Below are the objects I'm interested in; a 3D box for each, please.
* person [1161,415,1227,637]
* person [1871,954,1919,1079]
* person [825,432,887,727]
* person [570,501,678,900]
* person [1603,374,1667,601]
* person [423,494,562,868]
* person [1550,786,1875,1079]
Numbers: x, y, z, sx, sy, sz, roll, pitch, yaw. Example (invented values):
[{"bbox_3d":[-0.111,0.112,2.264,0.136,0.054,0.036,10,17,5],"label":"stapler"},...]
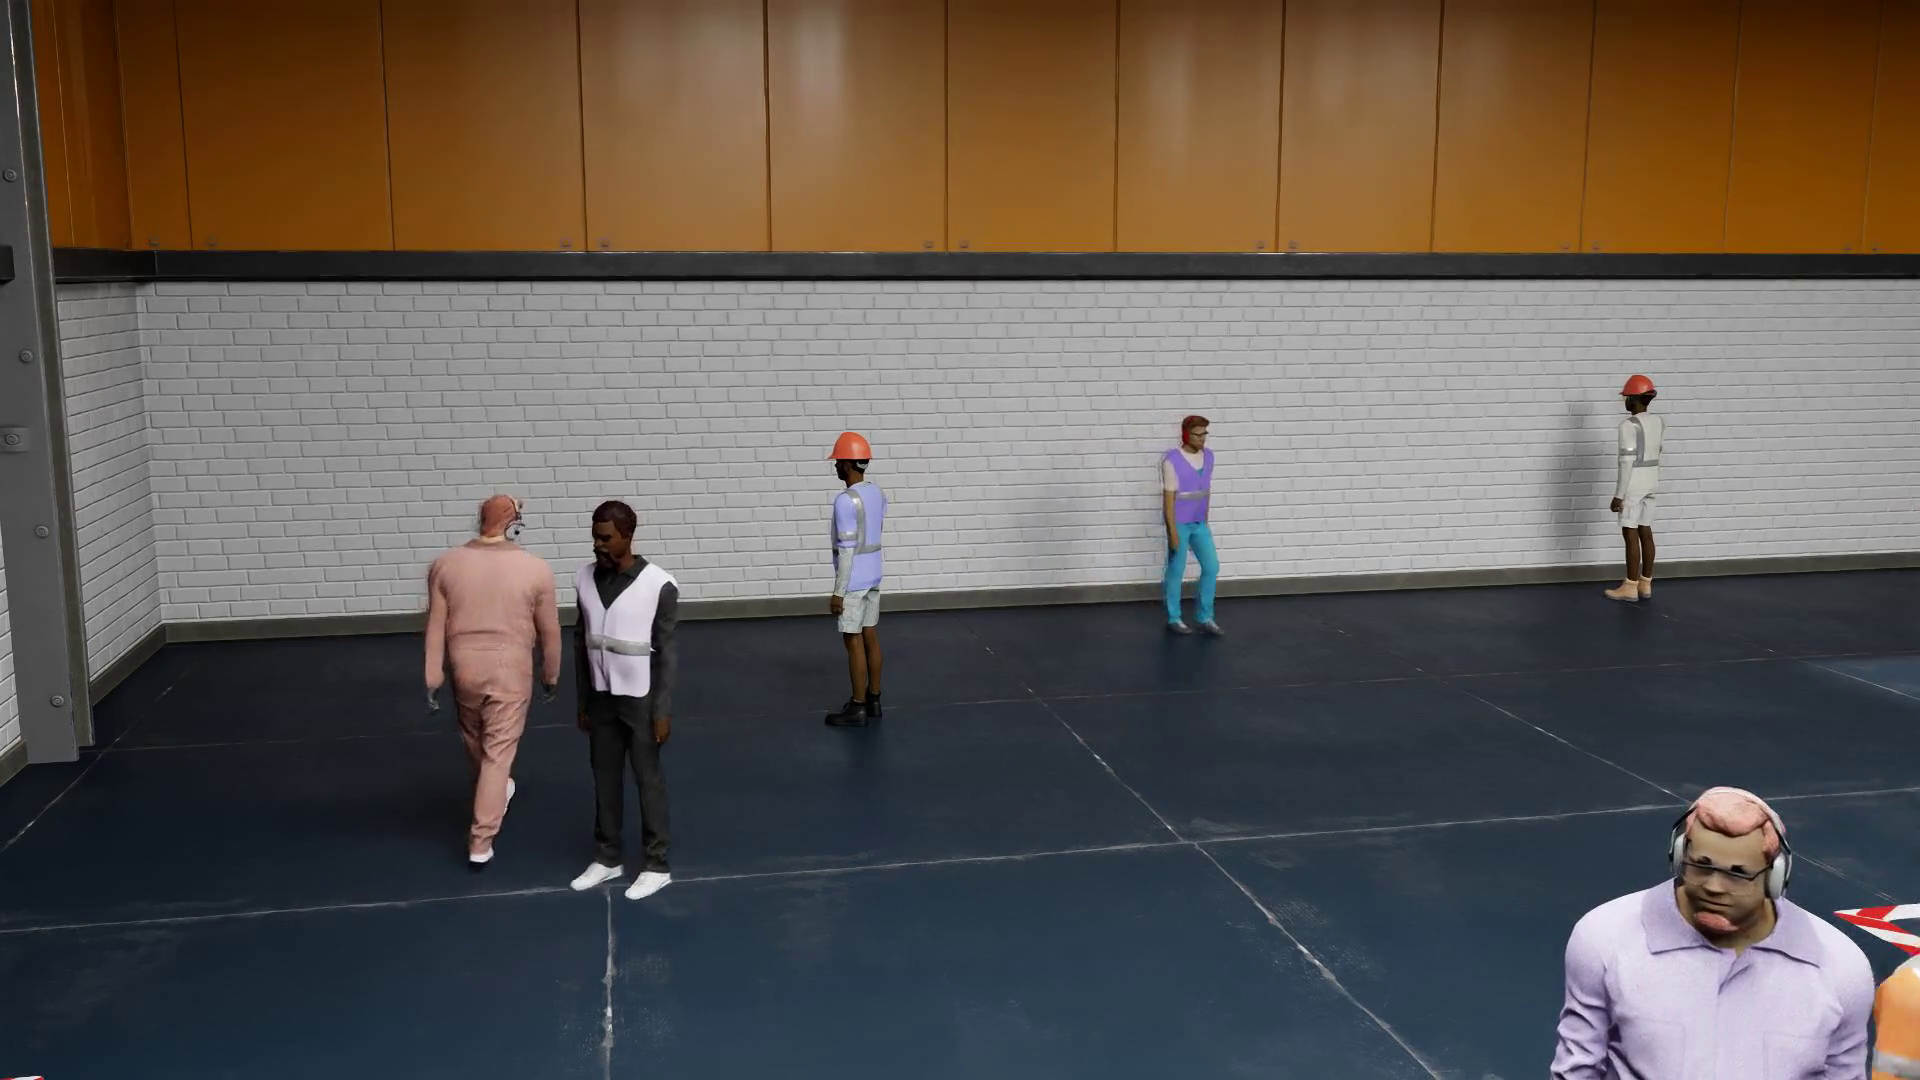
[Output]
[{"bbox_3d":[1.908,-0.103,13.459,0.617,1.814,0.694,-8,12,-39],"label":"person"},{"bbox_3d":[2.468,1.521,4.106,0.545,1.644,0.918,-2,9,-11],"label":"person"},{"bbox_3d":[-0.696,0.259,10.909,0.355,1.939,0.544,4,10,22],"label":"person"},{"bbox_3d":[-1.600,0.757,7.975,0.616,1.911,0.408,5,10,27],"label":"person"},{"bbox_3d":[6.082,-0.468,15.018,0.609,2.044,0.395,-7,12,-36],"label":"person"},{"bbox_3d":[-2.387,0.685,8.596,0.664,1.843,1.010,0,9,1],"label":"person"},{"bbox_3d":[1.631,1.465,3.664,0.651,1.904,0.403,3,10,16],"label":"person"}]
